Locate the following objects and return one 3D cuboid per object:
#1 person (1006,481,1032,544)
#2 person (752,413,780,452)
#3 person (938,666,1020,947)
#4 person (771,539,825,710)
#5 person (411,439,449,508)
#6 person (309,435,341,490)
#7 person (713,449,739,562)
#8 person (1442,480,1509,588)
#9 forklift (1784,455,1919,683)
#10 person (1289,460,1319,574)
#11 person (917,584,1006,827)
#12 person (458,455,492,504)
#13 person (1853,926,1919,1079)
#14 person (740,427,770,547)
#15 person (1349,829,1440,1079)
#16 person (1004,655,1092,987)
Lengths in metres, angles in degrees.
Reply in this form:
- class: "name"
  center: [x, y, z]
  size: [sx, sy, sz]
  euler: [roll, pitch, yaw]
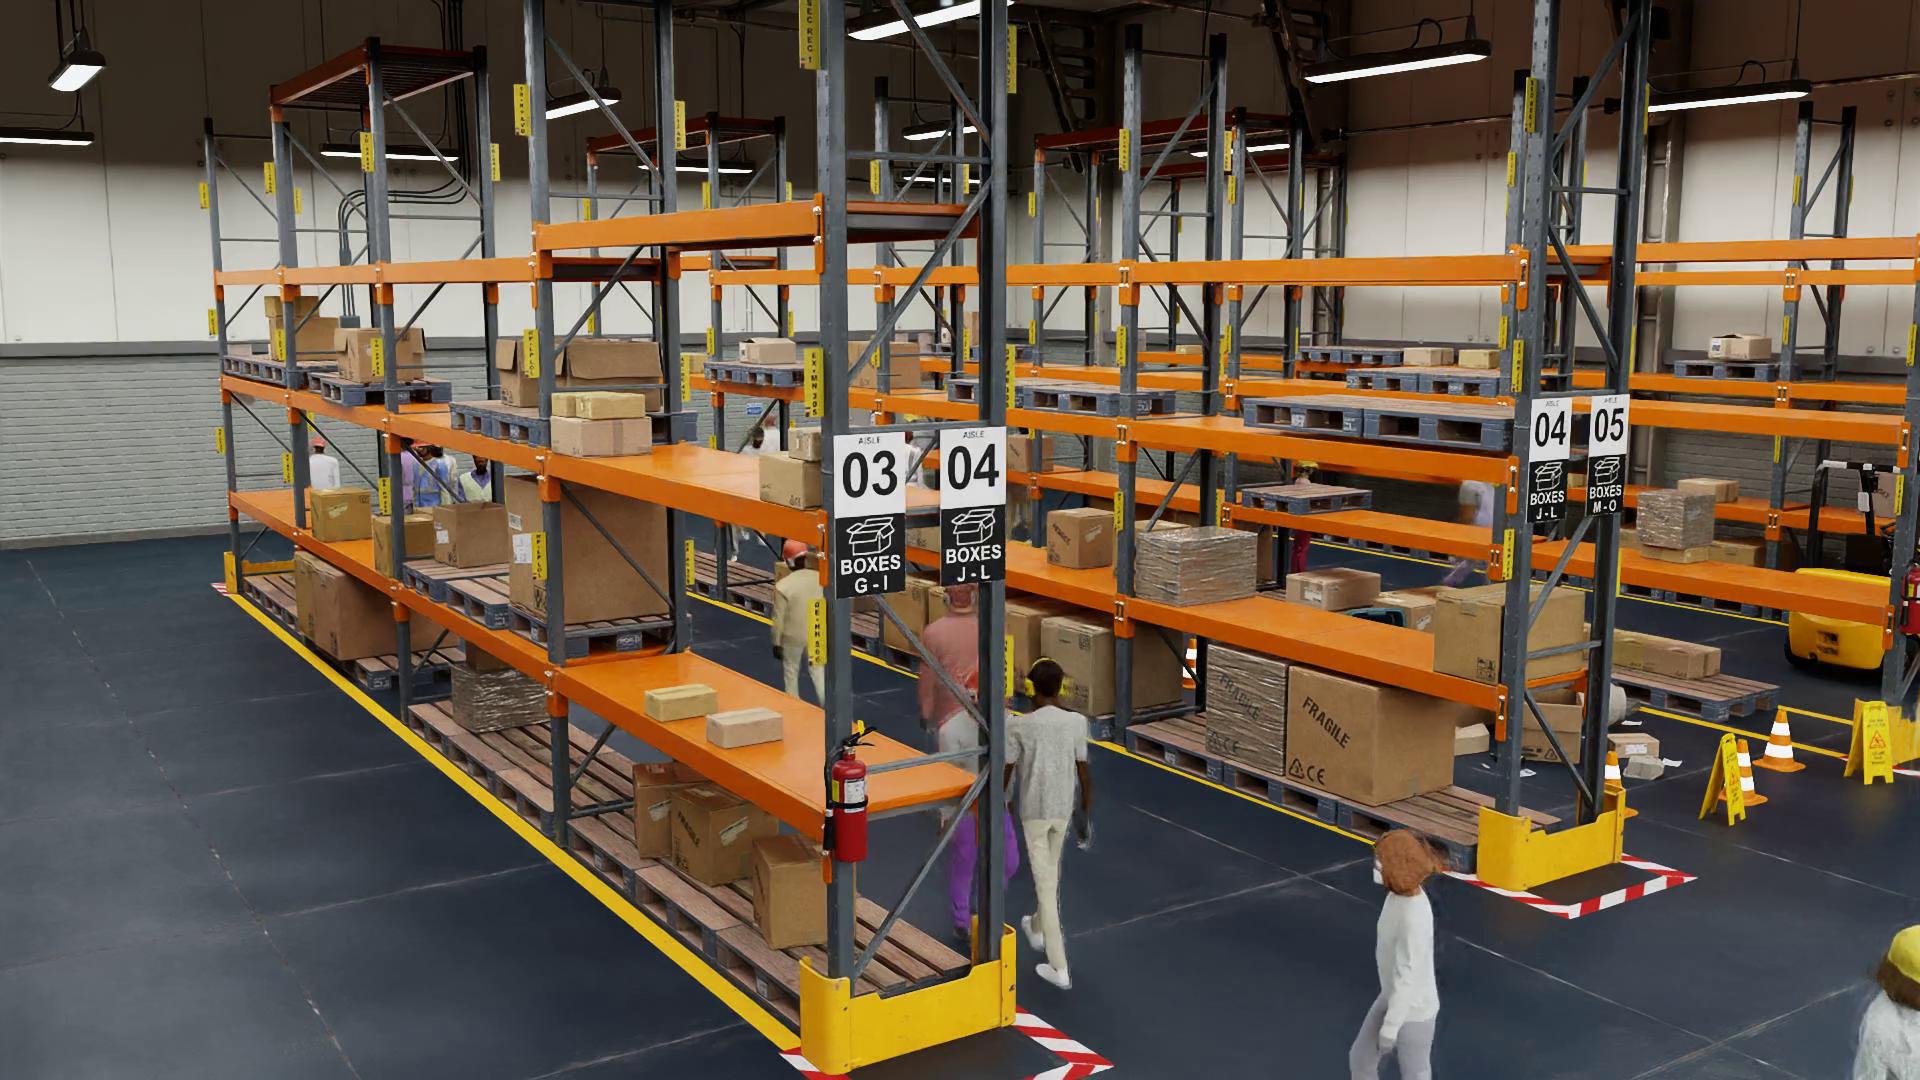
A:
- class: "person"
  center: [0.897, -0.695, 25.451]
  size: [0.508, 1.597, 0.810]
  euler: [6, 10, 35]
- class: "person"
  center: [-3.147, -1.167, 27.654]
  size: [0.654, 1.882, 0.660]
  euler: [1, 9, 6]
- class: "person"
  center: [0.126, 1.574, 9.893]
  size: [0.599, 1.727, 0.457]
  euler: [-6, 11, -36]
- class: "person"
  center: [-1.400, 0.841, 14.748]
  size: [0.607, 1.737, 0.556]
  euler: [-6, 10, -33]
- class: "person"
  center: [-7.098, -0.424, 22.175]
  size: [0.616, 2.041, 0.382]
  euler: [5, 10, 32]
- class: "person"
  center: [-9.677, -0.720, 25.179]
  size: [0.569, 1.732, 0.675]
  euler: [-2, 9, -13]
- class: "person"
  center: [-3.386, -0.496, 23.986]
  size: [0.514, 1.642, 0.310]
  euler: [1, 9, 9]
- class: "person"
  center: [6.397, -0.168, 20.480]
  size: [0.688, 2.000, 0.843]
  euler: [-4, 10, -28]
- class: "forklift"
  center: [9.643, 0.253, 17.172]
  size: [2.313, 2.155, 1.214]
  euler: [-6, 10, -33]
- class: "person"
  center: [4.556, -0.247, 21.937]
  size: [0.342, 1.764, 0.535]
  euler: [-1, 9, -9]
- class: "person"
  center: [-0.005, 1.181, 11.963]
  size: [0.668, 1.894, 0.426]
  euler: [-4, 9, -23]
- class: "person"
  center: [-6.087, -0.215, 21.200]
  size: [0.587, 1.920, 0.393]
  euler: [-4, 9, -23]
- class: "person"
  center: [3.360, 2.174, 6.105]
  size: [0.750, 1.692, 0.534]
  euler: [8, 11, 41]
- class: "person"
  center: [-3.182, -0.839, 25.580]
  size: [0.557, 1.848, 0.687]
  euler: [-5, 10, -32]
- class: "person"
  center: [1.830, 2.036, 7.211]
  size: [0.662, 1.607, 0.511]
  euler: [0, 9, 2]
- class: "person"
  center: [0.428, 1.571, 9.590]
  size: [0.542, 1.828, 0.901]
  euler: [-4, 9, -23]
